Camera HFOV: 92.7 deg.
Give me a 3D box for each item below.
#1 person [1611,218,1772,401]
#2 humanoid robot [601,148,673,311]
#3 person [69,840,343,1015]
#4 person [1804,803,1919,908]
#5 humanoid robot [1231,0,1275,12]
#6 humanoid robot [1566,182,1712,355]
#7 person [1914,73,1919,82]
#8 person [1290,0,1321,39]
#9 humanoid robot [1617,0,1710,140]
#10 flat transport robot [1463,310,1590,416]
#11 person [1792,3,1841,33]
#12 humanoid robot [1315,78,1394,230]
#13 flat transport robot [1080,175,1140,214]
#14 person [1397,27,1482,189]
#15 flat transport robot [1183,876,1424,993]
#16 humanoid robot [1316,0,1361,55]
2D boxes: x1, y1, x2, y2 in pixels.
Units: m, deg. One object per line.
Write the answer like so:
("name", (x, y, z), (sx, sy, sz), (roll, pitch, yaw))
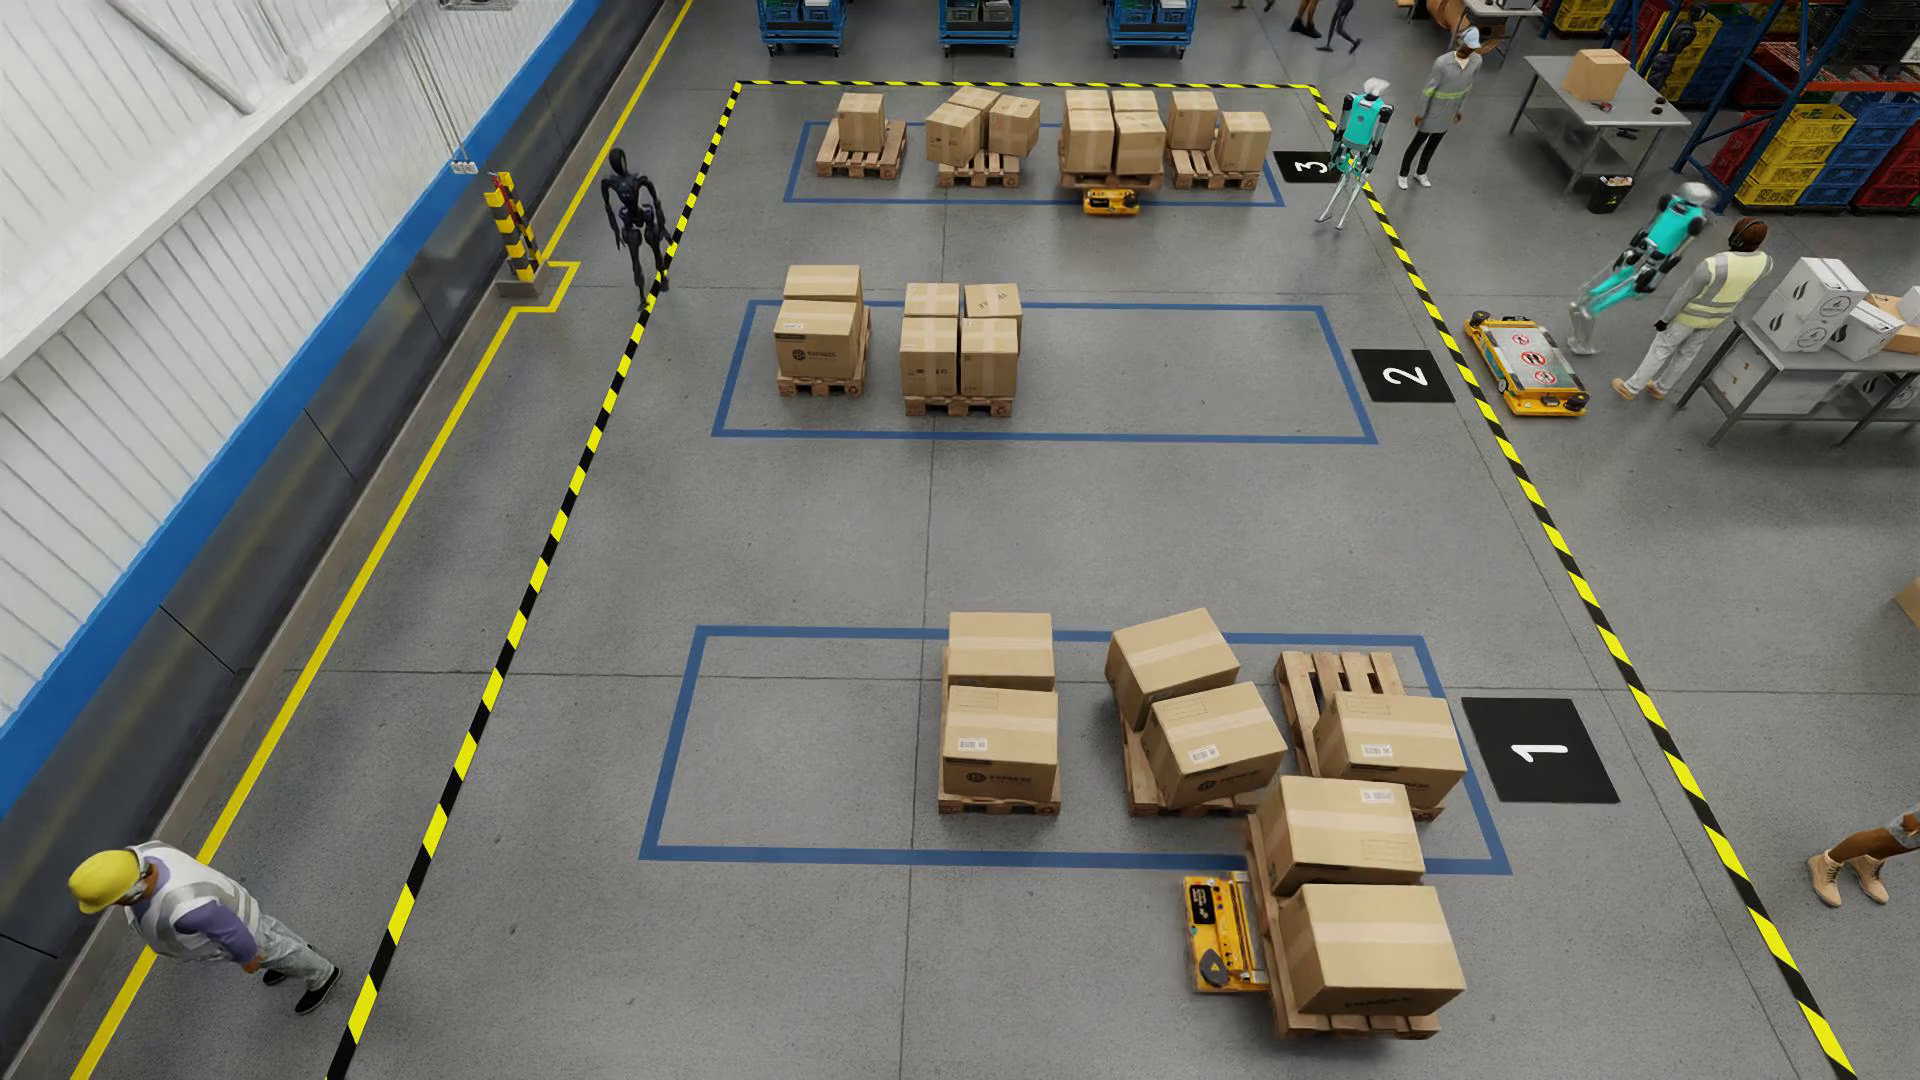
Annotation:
("person", (6.607, -2.025, 8.253), (0.622, 1.837, 0.429), (-3, 49, -3))
("humanoid robot", (-3.261, -3.154, 9.349), (0.584, 1.635, 0.718), (-7, 49, -6))
("person", (-3.859, 2.016, 4.760), (0.587, 1.823, 0.403), (27, 54, 22))
("person", (5.608, 1.522, 5.045), (0.613, 2.039, 0.389), (-2, 49, -1))
("humanoid robot", (4.899, -9.435, 14.787), (0.640, 1.653, 0.594), (-6, 49, -5))
("humanoid robot", (6.301, -2.524, 8.744), (0.729, 1.764, 0.539), (-6, 49, -5))
("person", (14.261, -7.315, 12.817), (0.346, 1.857, 0.599), (-27, 54, -22))
("person", (5.549, -8.770, 14.031), (0.527, 1.919, 0.579), (25, 54, 20))
("humanoid robot", (9.092, -6.076, 11.859), (0.313, 1.654, 0.604), (22, 53, 18))
("flat transport robot", (5.573, -1.757, 9.054), (0.659, 0.231, 1.431), (1, 49, 1))
("person", (13.476, -8.462, 13.881), (0.518, 1.737, 0.754), (-4, 49, -3))
("humanoid robot", (4.465, -4.336, 10.226), (0.533, 1.677, 0.735), (34, 57, 26))
("flat transport robot", (1.835, -4.531, 11.437), (0.652, 0.197, 1.431), (1, 49, 1))
("person", (5.731, -5.101, 10.901), (0.599, 1.850, 0.391), (-7, 50, -6))
("flat transport robot", (2.113, 2.343, 5.486), (1.431, 0.197, 0.652), (1, 49, 1))
("humanoid robot", (5.848, -8.139, 13.650), (0.595, 1.635, 0.589), (10, 50, 8))
